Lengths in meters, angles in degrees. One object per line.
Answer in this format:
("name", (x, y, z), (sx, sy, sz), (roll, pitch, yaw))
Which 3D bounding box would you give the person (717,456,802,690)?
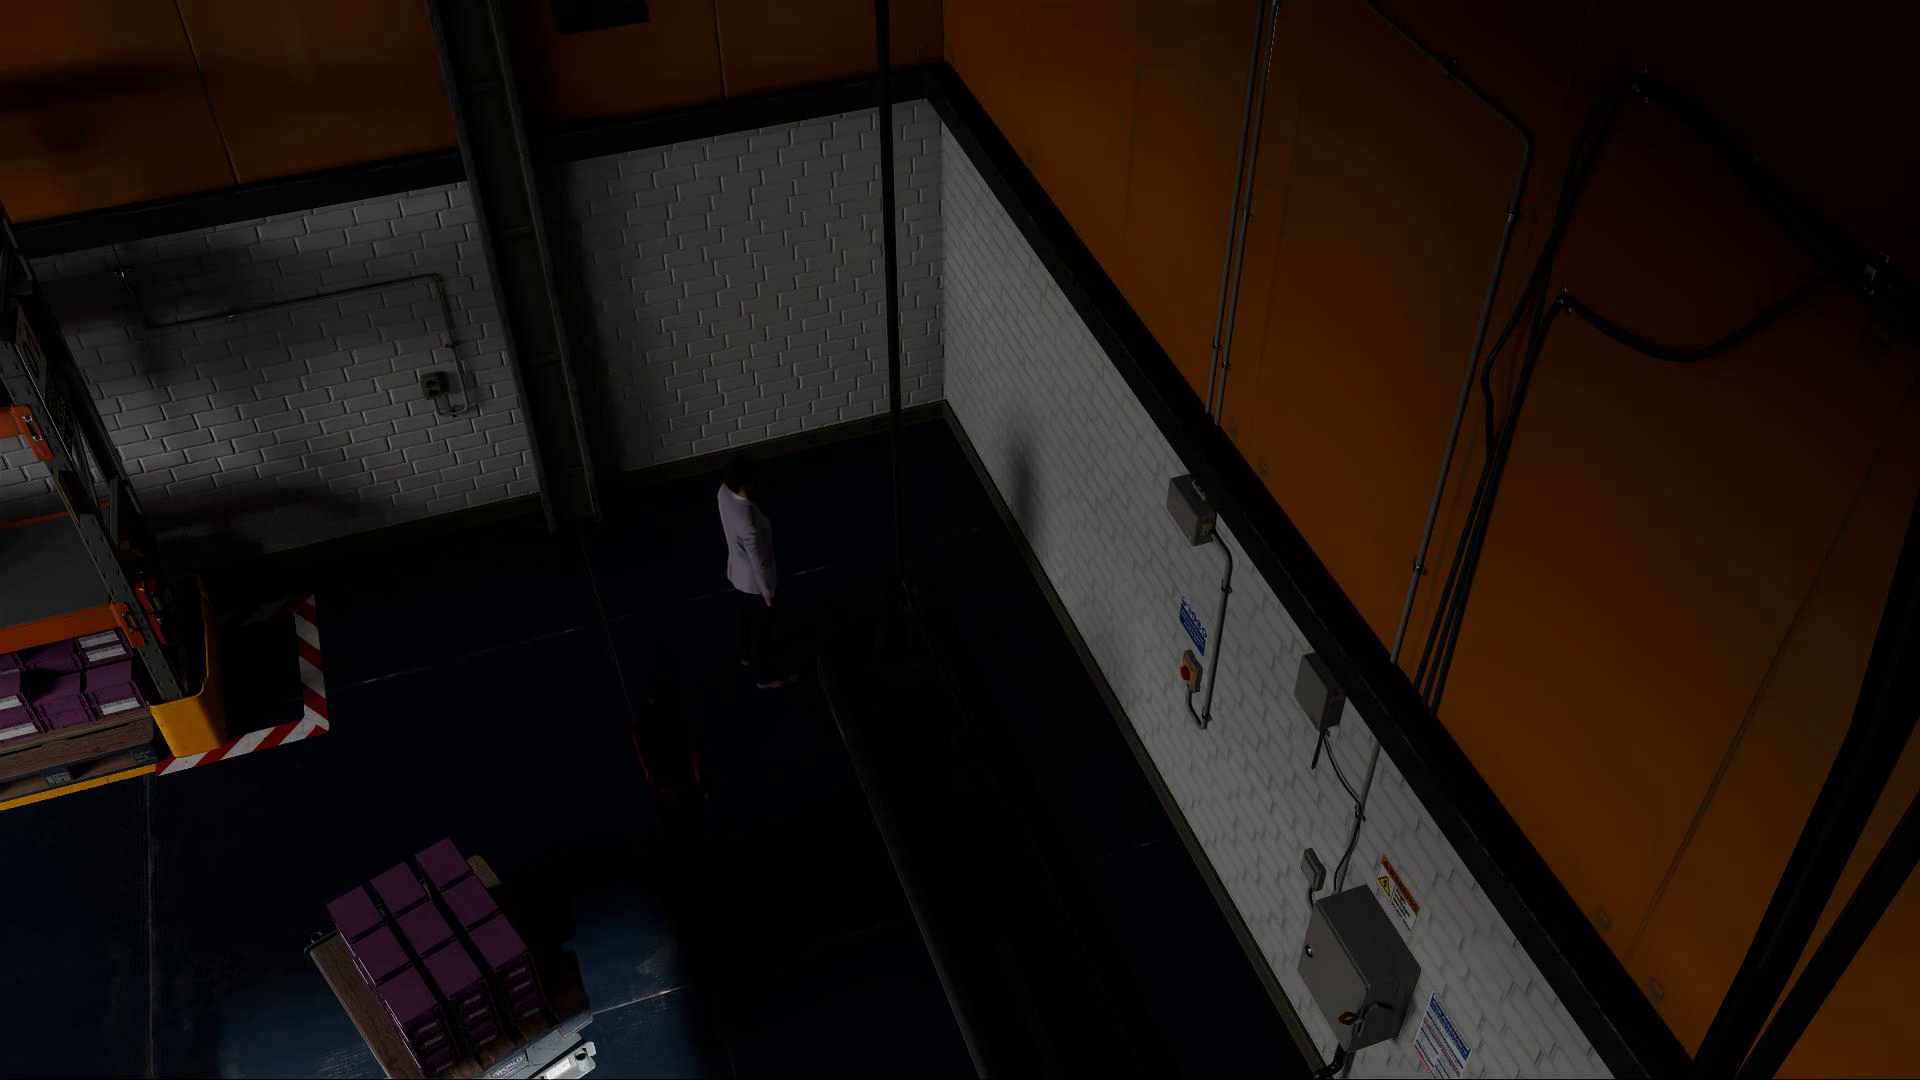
("person", (-1.333, 0.195, 10.600), (0.614, 1.853, 0.706), (-19, 47, -19))

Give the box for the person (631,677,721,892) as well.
("person", (-1.623, 1.416, 9.464), (0.642, 1.651, 0.716), (15, 46, 15))
